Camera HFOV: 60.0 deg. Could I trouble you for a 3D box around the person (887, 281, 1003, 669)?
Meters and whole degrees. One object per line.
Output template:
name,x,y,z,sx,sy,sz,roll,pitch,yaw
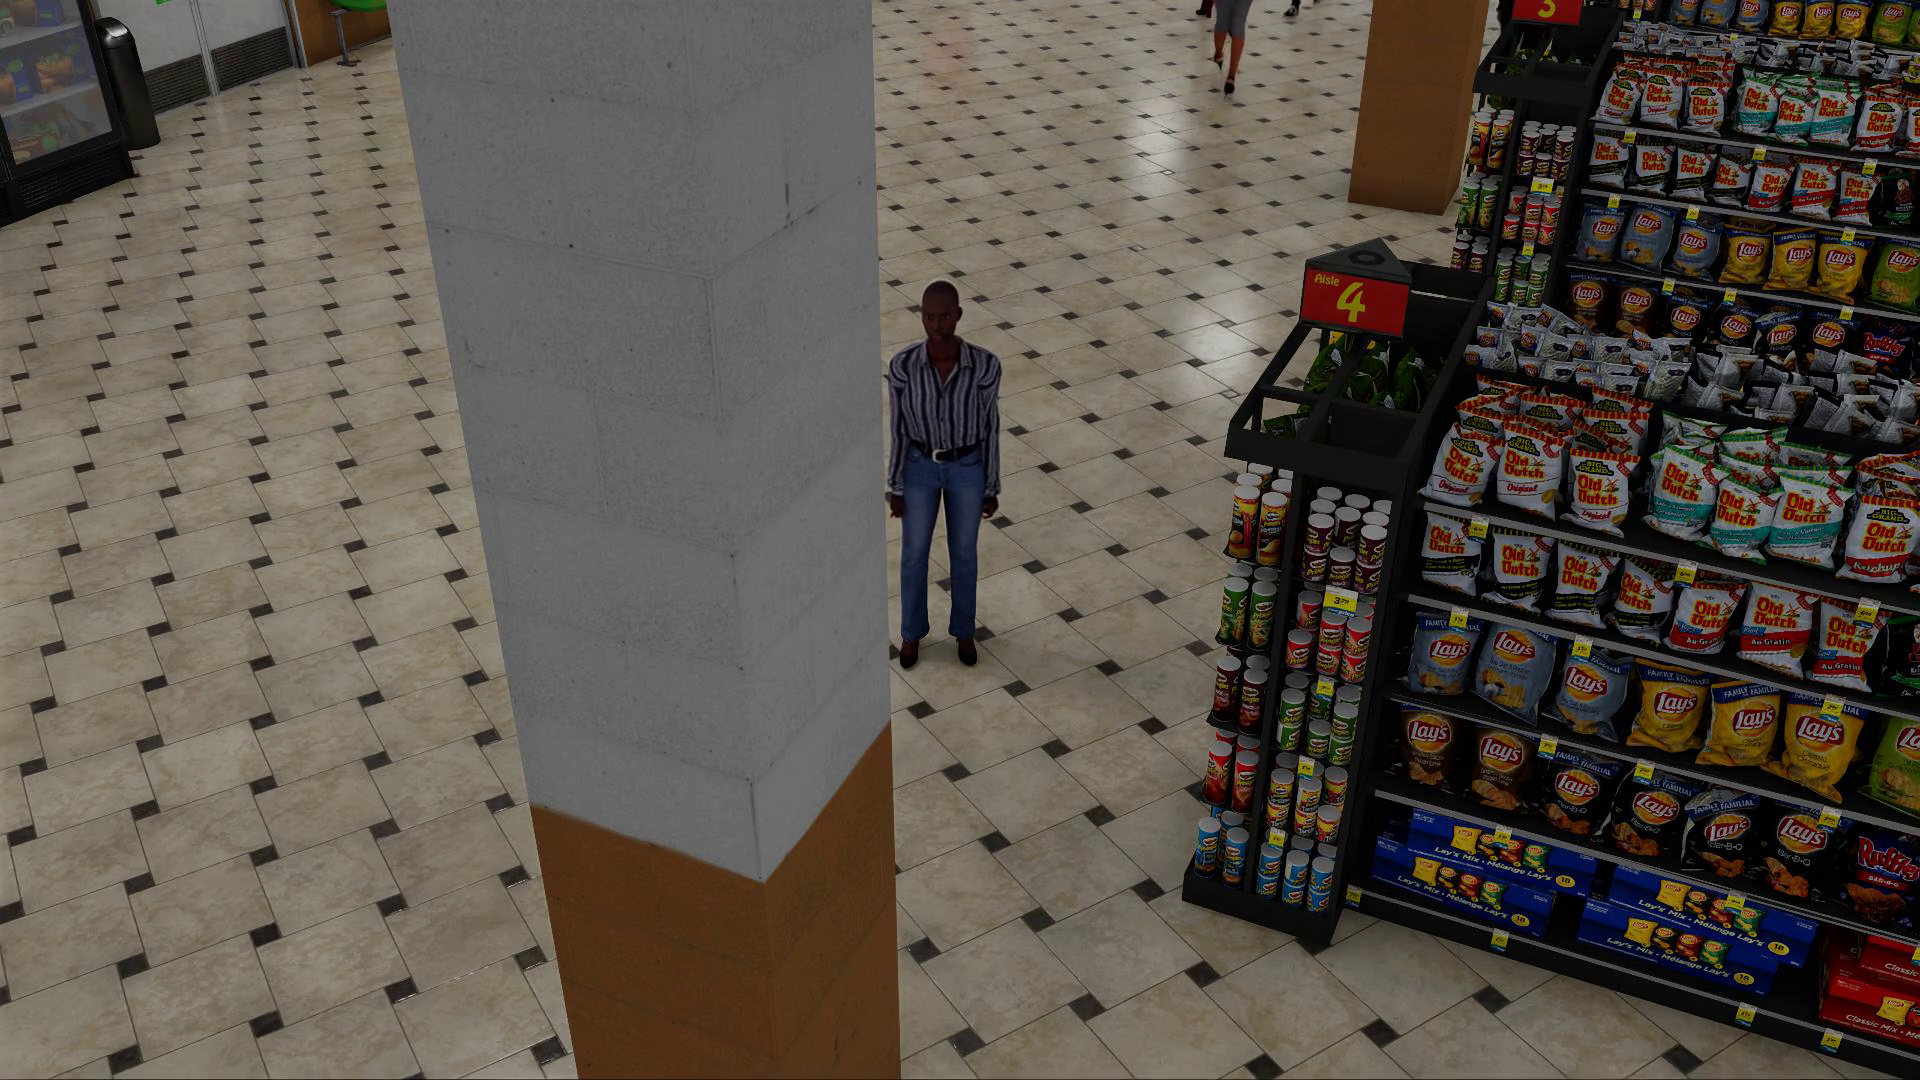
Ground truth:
person,-0.074,-0.253,7.003,0.642,1.794,0.772,-1,32,-1

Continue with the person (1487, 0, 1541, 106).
person,4.779,-4.453,13.951,0.910,1.585,0.718,14,35,21

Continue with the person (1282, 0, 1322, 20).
person,3.527,-6.135,16.456,1.147,1.794,0.933,27,41,36

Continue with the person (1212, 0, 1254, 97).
person,2.345,-4.640,14.112,1.150,1.732,0.925,3,32,4
